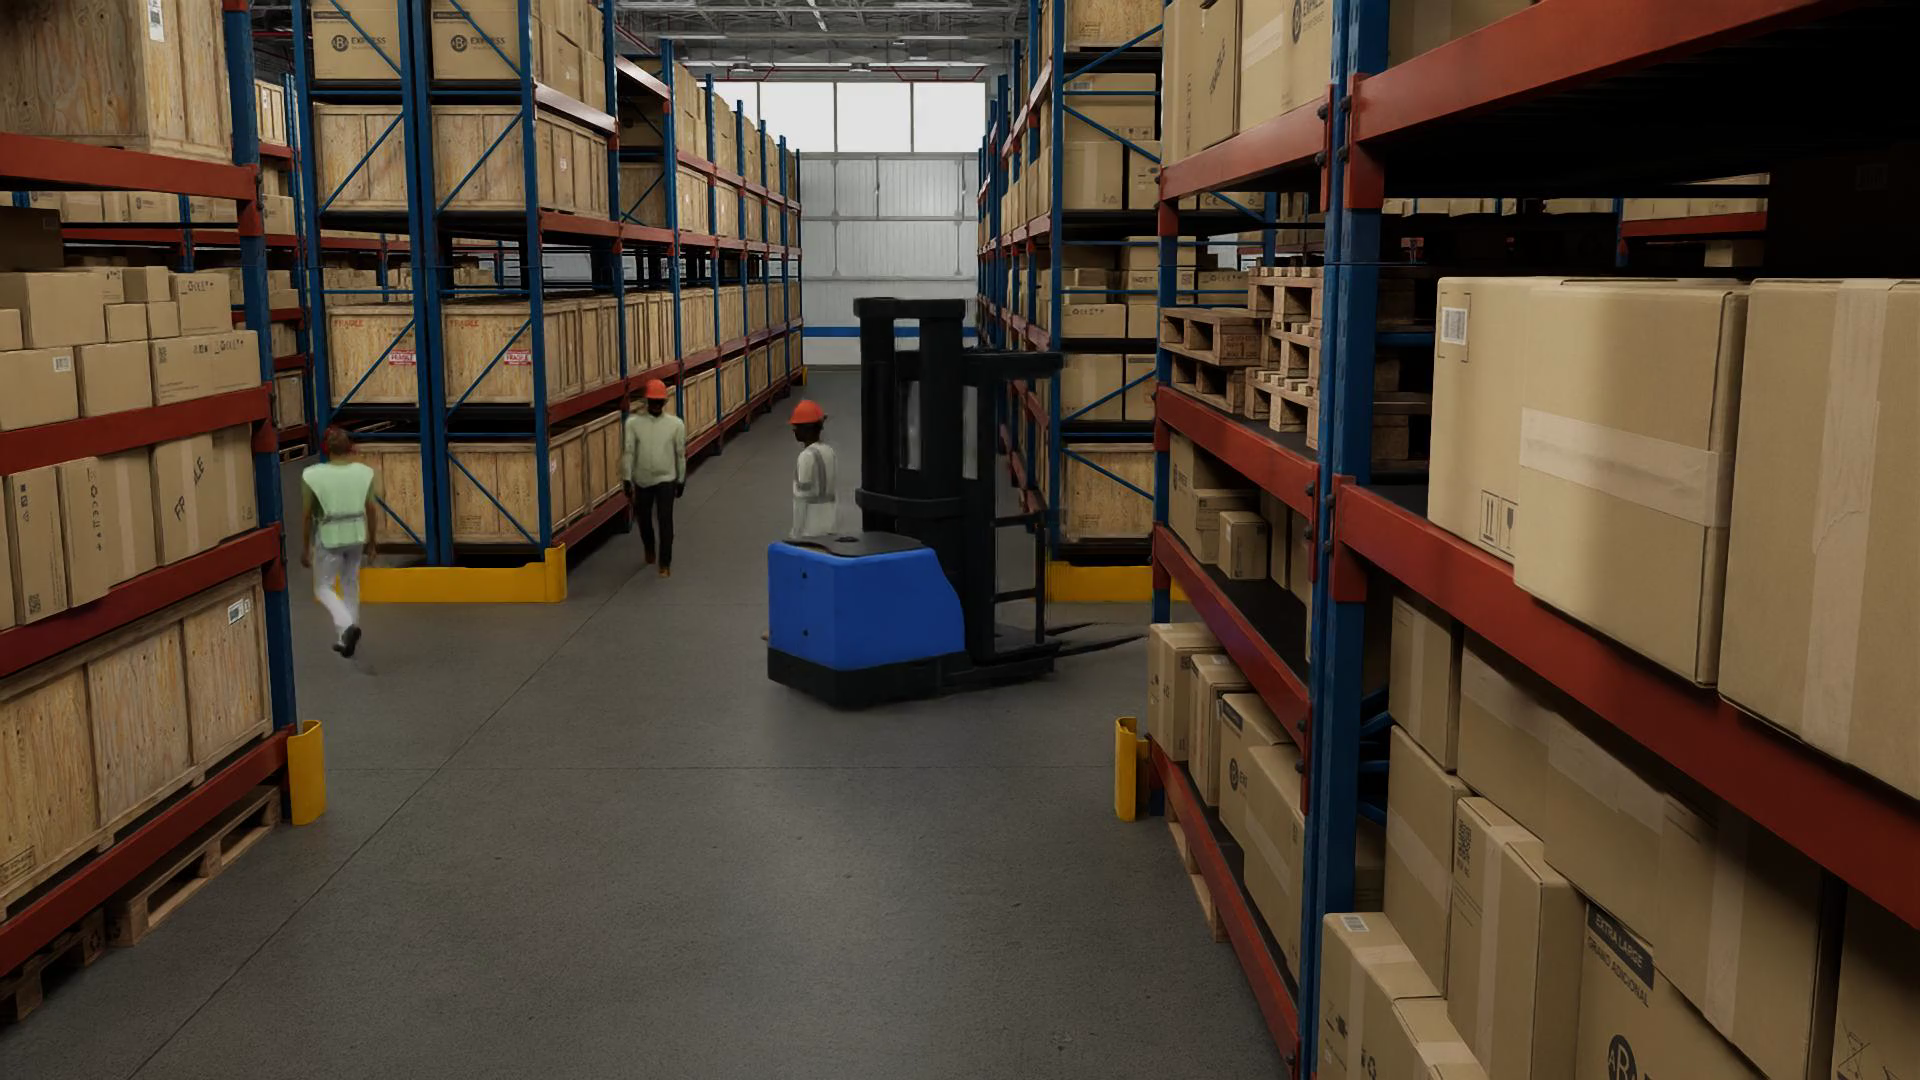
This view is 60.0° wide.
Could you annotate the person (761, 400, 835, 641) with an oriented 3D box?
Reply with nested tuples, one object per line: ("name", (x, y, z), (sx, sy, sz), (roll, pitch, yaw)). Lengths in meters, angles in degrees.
("person", (-1.106, -0.125, 13.332), (0.992, 2.008, 0.622), (1, 9, 8))

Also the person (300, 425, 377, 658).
("person", (-4.794, 0.027, 12.891), (0.579, 1.833, 0.607), (-9, 13, -43))

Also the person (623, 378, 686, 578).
("person", (-3.028, -0.638, 16.551), (0.618, 1.971, 0.739), (-1, 9, -7))

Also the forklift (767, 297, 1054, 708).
("forklift", (-0.377, -0.353, 12.023), (1.873, 2.768, 1.129), (-7, 12, -37))
